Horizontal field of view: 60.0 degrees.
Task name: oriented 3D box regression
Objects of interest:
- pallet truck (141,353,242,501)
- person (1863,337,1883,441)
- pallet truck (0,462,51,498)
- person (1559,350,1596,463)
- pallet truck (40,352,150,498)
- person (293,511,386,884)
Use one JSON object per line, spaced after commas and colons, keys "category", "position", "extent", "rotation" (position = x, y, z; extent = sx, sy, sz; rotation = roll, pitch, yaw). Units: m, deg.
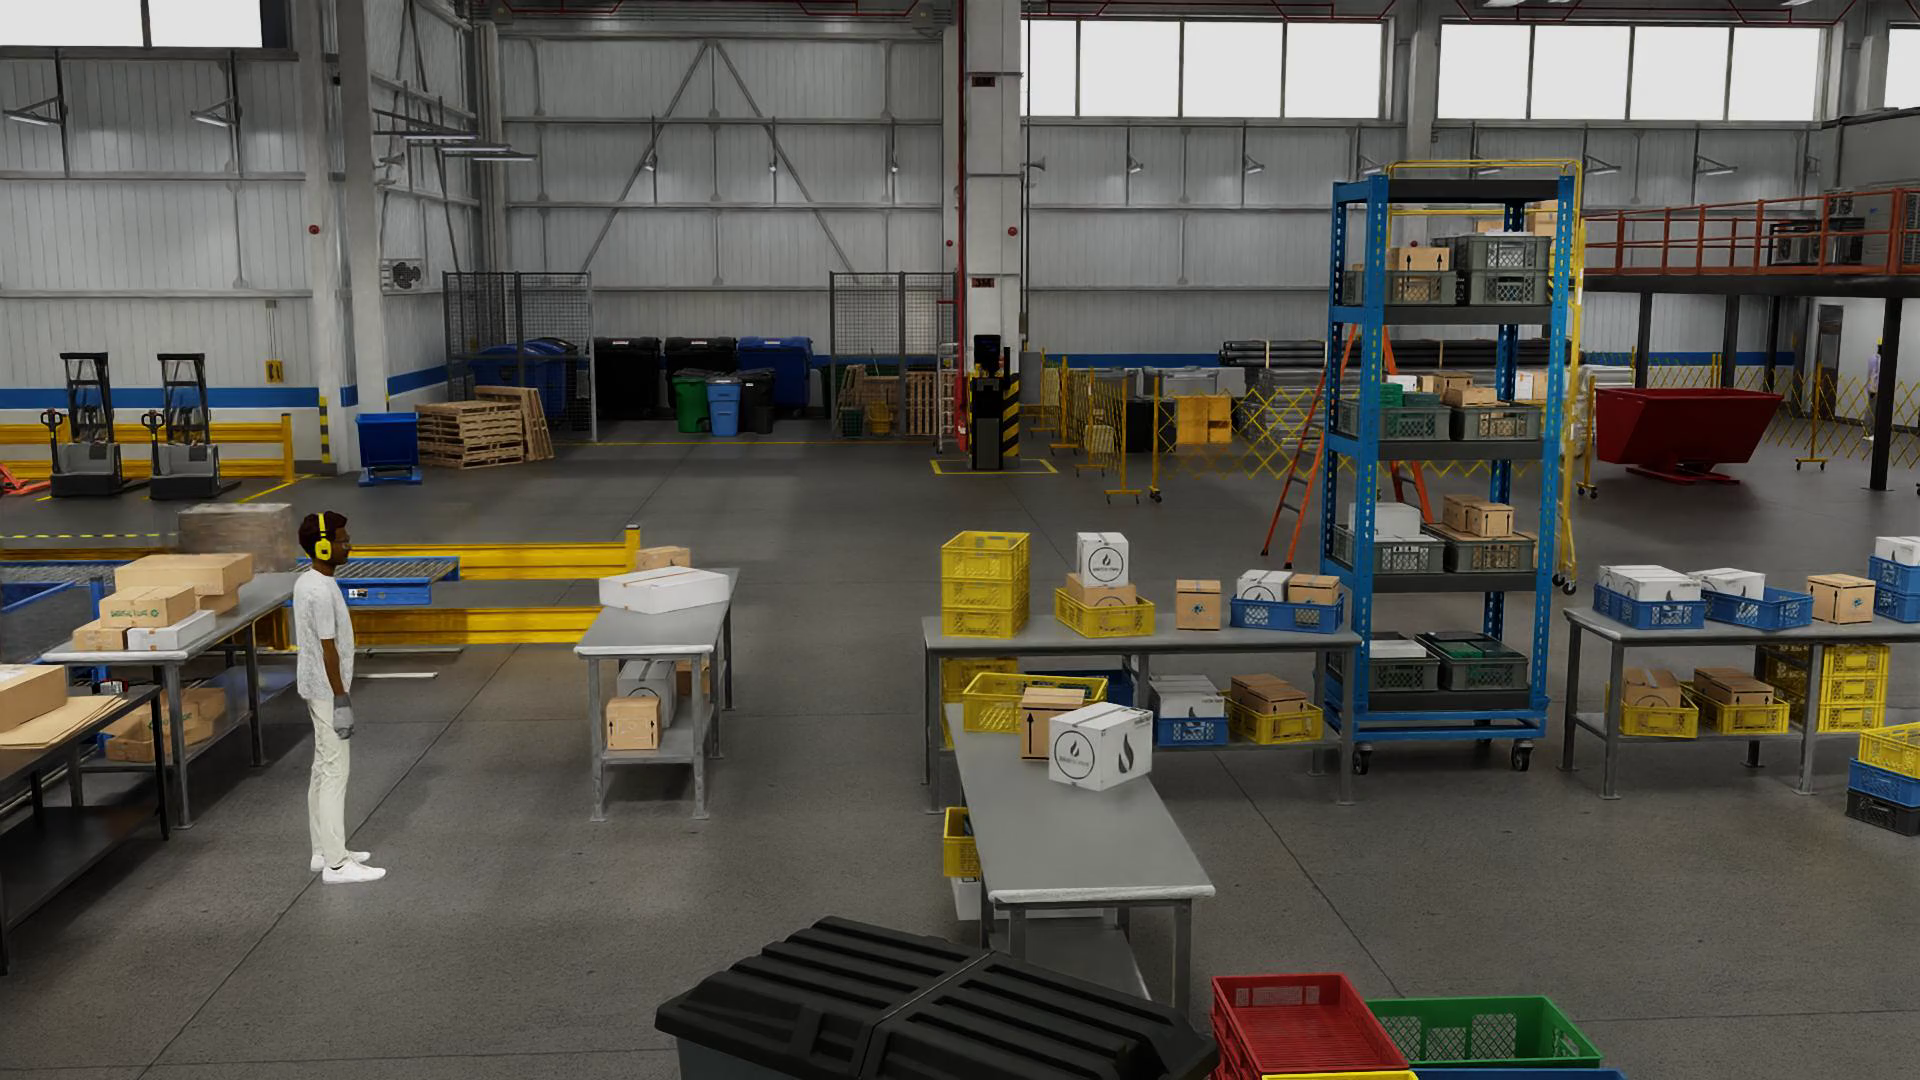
{"category": "pallet truck", "position": [-10.520, -1.604, 22.925], "extent": [0.823, 1.965, 1.885], "rotation": [-1, 9, -6]}
{"category": "person", "position": [16.855, -2.775, 30.532], "extent": [0.585, 1.917, 0.382], "rotation": [-9, 13, -44]}
{"category": "pallet truck", "position": [-13.193, -1.293, 23.148], "extent": [0.653, 1.274, 1.630], "rotation": [-1, 9, -4]}
{"category": "person", "position": [9.977, -2.166, 26.997], "extent": [0.998, 1.838, 0.580], "rotation": [-6, 11, -34]}
{"category": "pallet truck", "position": [-11.907, -1.642, 23.165], "extent": [0.823, 1.965, 1.885], "rotation": [0, 9, 0]}
{"category": "person", "position": [-3.136, 0.783, 8.335], "extent": [0.328, 1.872, 0.510], "rotation": [-6, 11, -32]}
